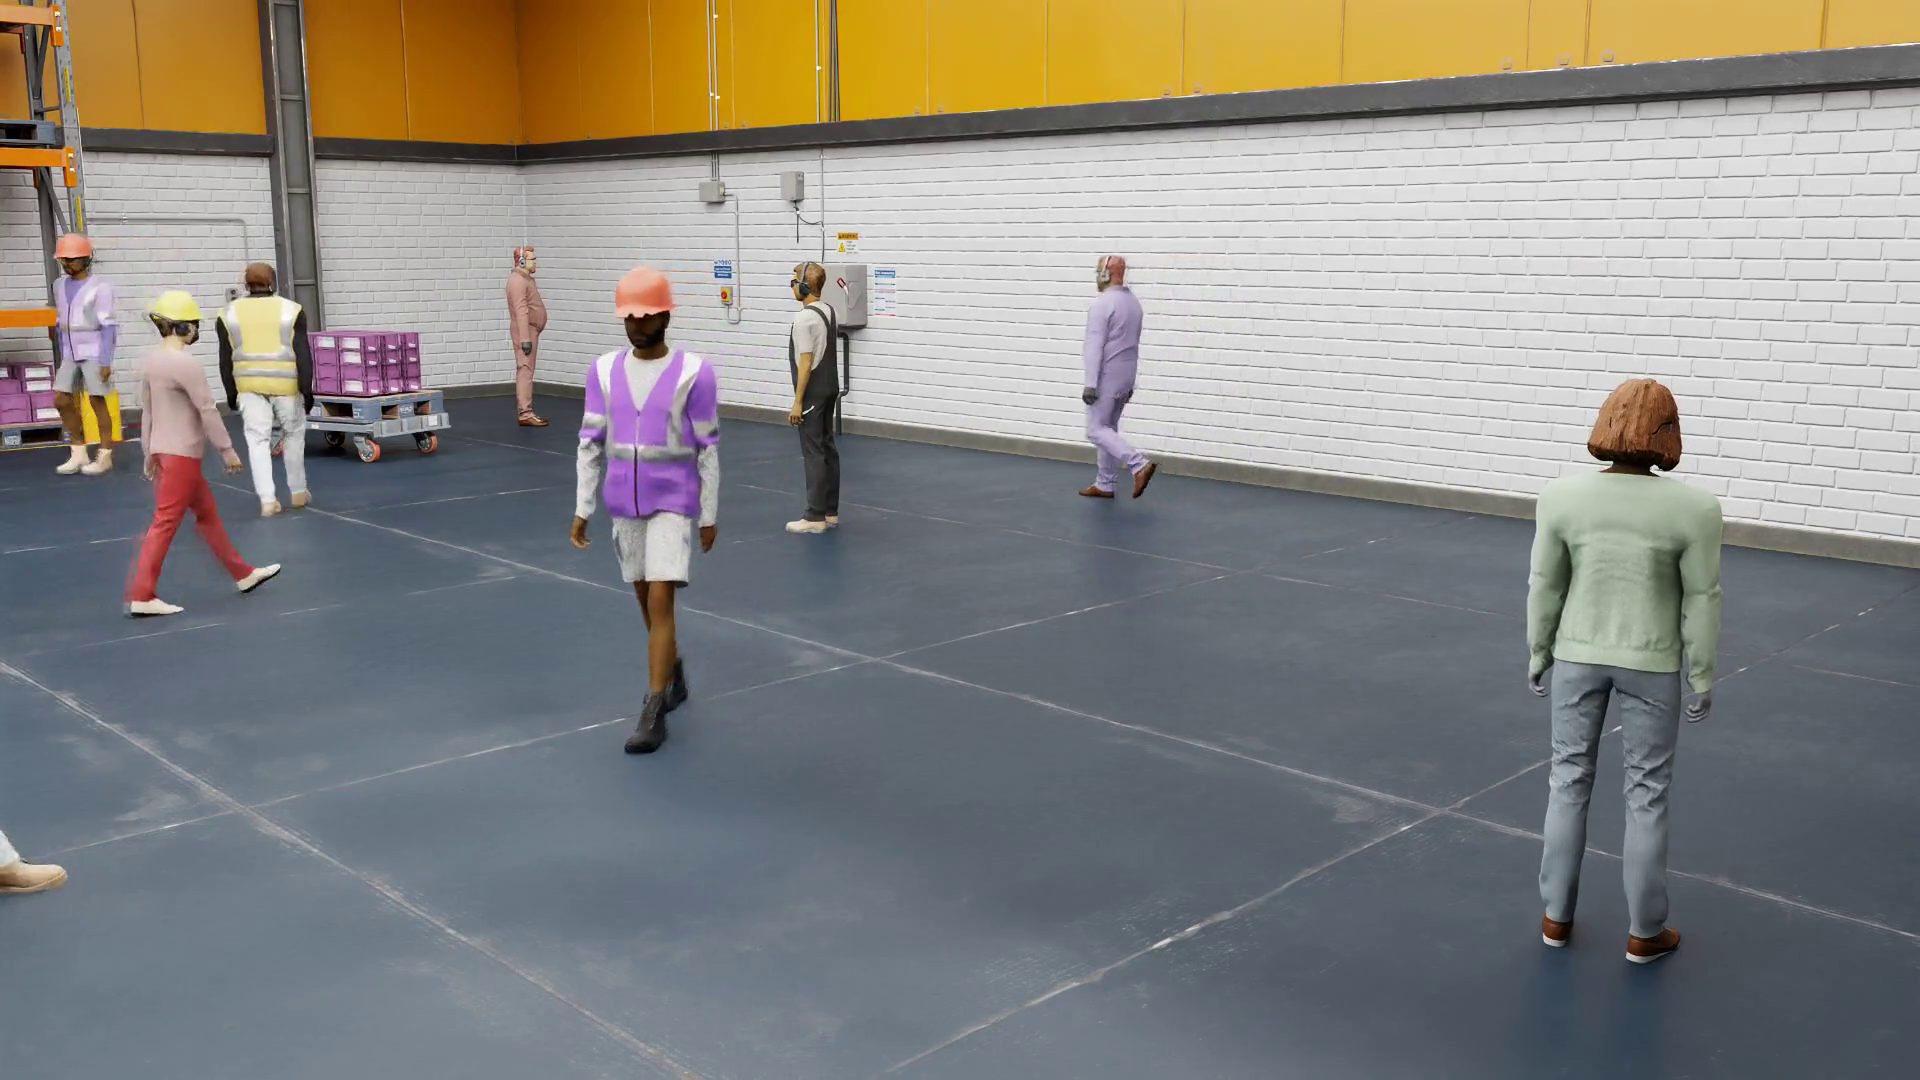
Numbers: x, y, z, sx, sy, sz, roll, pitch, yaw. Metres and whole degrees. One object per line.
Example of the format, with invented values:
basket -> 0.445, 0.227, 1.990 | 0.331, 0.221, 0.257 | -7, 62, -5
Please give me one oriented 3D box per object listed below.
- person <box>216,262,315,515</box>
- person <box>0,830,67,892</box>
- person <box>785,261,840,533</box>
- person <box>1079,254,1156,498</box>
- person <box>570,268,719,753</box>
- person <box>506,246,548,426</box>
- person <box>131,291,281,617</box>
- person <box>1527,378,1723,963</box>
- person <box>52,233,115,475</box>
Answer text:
person -> -5.064, -1.119, 12.237 | 0.654, 1.819, 0.756 | -2, 11, -12
person -> -3.183, 0.240, 4.865 | 0.782, 1.819, 0.632 | -4, 11, -23
person -> -1.007, -0.967, 11.353 | 0.346, 1.847, 0.505 | 4, 11, 20
person -> 1.190, -1.220, 12.617 | 0.644, 1.884, 0.655 | 6, 12, 31
person -> -1.279, -0.149, 6.782 | 0.560, 1.896, 0.873 | 2, 11, 12
person -> -4.599, -2.165, 17.719 | 0.409, 1.908, 0.647 | -2, 11, -13
person -> -4.139, -0.471, 8.998 | 0.531, 1.722, 0.911 | 10, 14, 43
person -> 1.847, 0.364, 4.670 | 0.506, 1.632, 0.268 | 7, 12, 32
person -> -7.393, -1.534, 13.923 | 0.648, 2.029, 0.571 | 3, 11, 18
